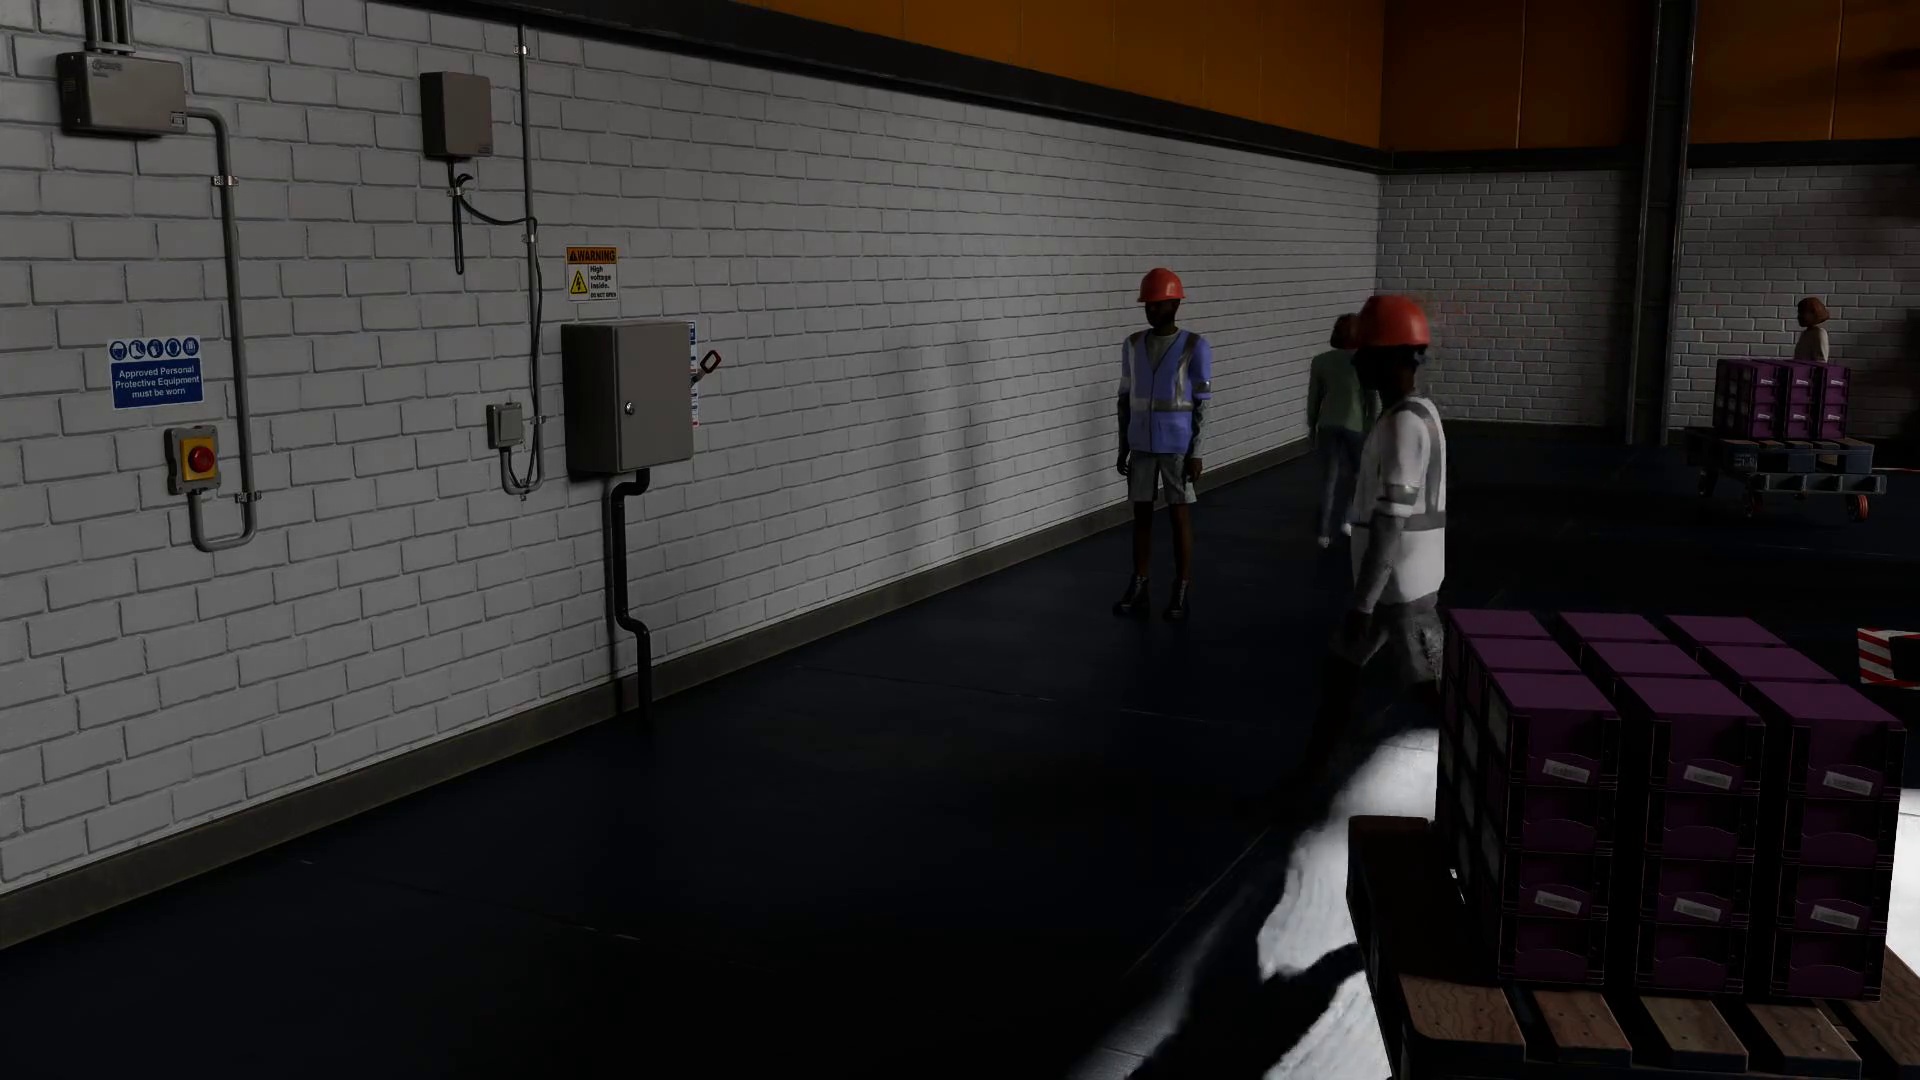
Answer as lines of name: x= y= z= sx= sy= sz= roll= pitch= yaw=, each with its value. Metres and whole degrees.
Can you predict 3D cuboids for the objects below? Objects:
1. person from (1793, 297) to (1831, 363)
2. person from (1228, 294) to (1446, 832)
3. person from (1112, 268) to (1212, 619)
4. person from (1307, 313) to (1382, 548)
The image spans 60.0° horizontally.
person: x=7.480 y=-1.321 z=14.698 sx=0.279 sy=1.633 sz=0.497 roll=1 pitch=10 yaw=9
person: x=1.470 y=0.119 z=5.646 sx=0.986 sy=1.889 sz=0.561 roll=2 pitch=10 yaw=13
person: x=1.110 y=-0.530 z=9.239 sx=0.547 sy=1.938 sz=0.359 roll=6 pitch=11 yaw=30
person: x=2.636 y=-0.743 z=11.421 sx=0.573 sy=1.608 sz=0.405 roll=6 pitch=11 yaw=31
